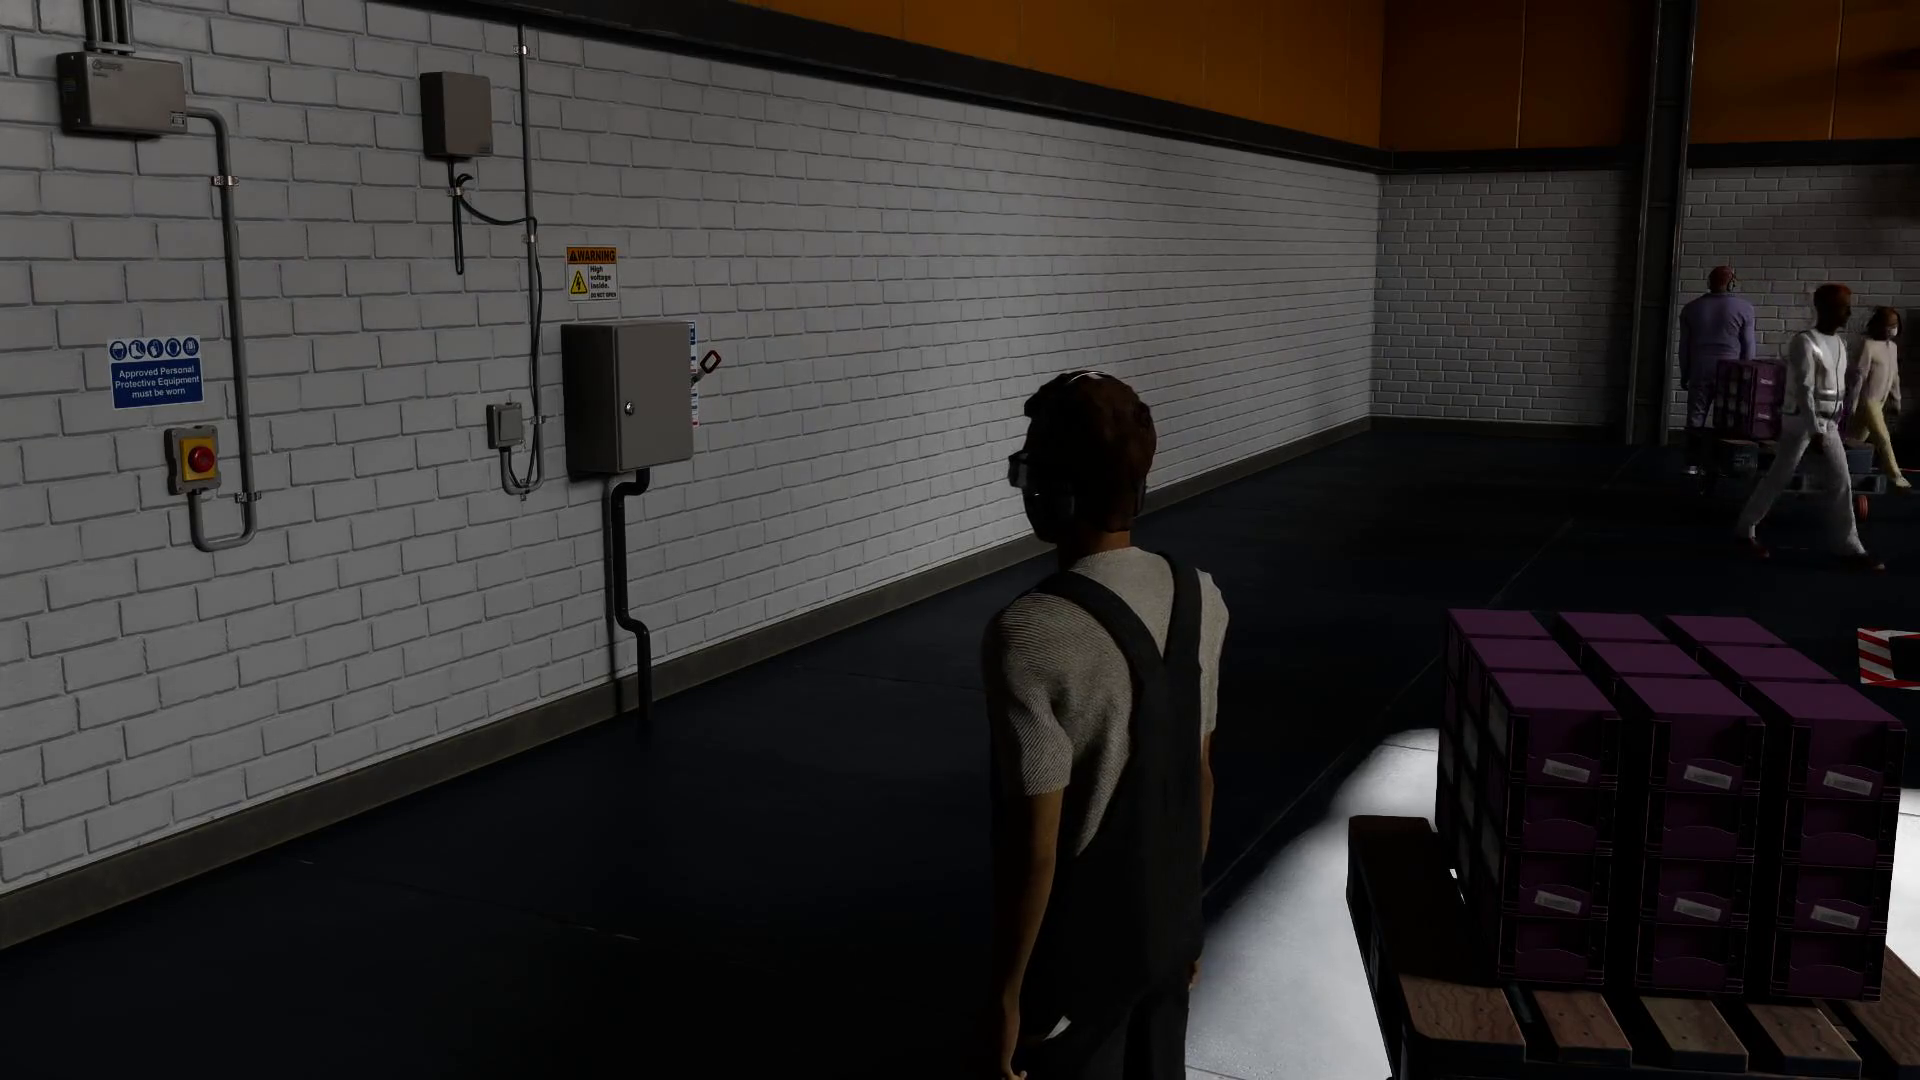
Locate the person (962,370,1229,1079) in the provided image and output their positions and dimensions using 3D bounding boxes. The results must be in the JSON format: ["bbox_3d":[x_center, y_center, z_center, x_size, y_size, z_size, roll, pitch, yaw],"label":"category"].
[{"bbox_3d":[0.213,0.657,2.638,0.336,1.844,0.508,10,14,44],"label":"person"}]

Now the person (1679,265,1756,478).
[{"bbox_3d":[6.827,-1.513,15.021,0.643,1.909,0.410,7,12,35],"label":"person"}]

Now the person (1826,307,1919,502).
[{"bbox_3d":[7.491,-1.089,13.475,0.531,1.571,0.877,-7,12,-37],"label":"person"}]

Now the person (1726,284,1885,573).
[{"bbox_3d":[5.491,-0.735,10.766,0.581,1.834,1.011,-6,11,-29],"label":"person"}]
